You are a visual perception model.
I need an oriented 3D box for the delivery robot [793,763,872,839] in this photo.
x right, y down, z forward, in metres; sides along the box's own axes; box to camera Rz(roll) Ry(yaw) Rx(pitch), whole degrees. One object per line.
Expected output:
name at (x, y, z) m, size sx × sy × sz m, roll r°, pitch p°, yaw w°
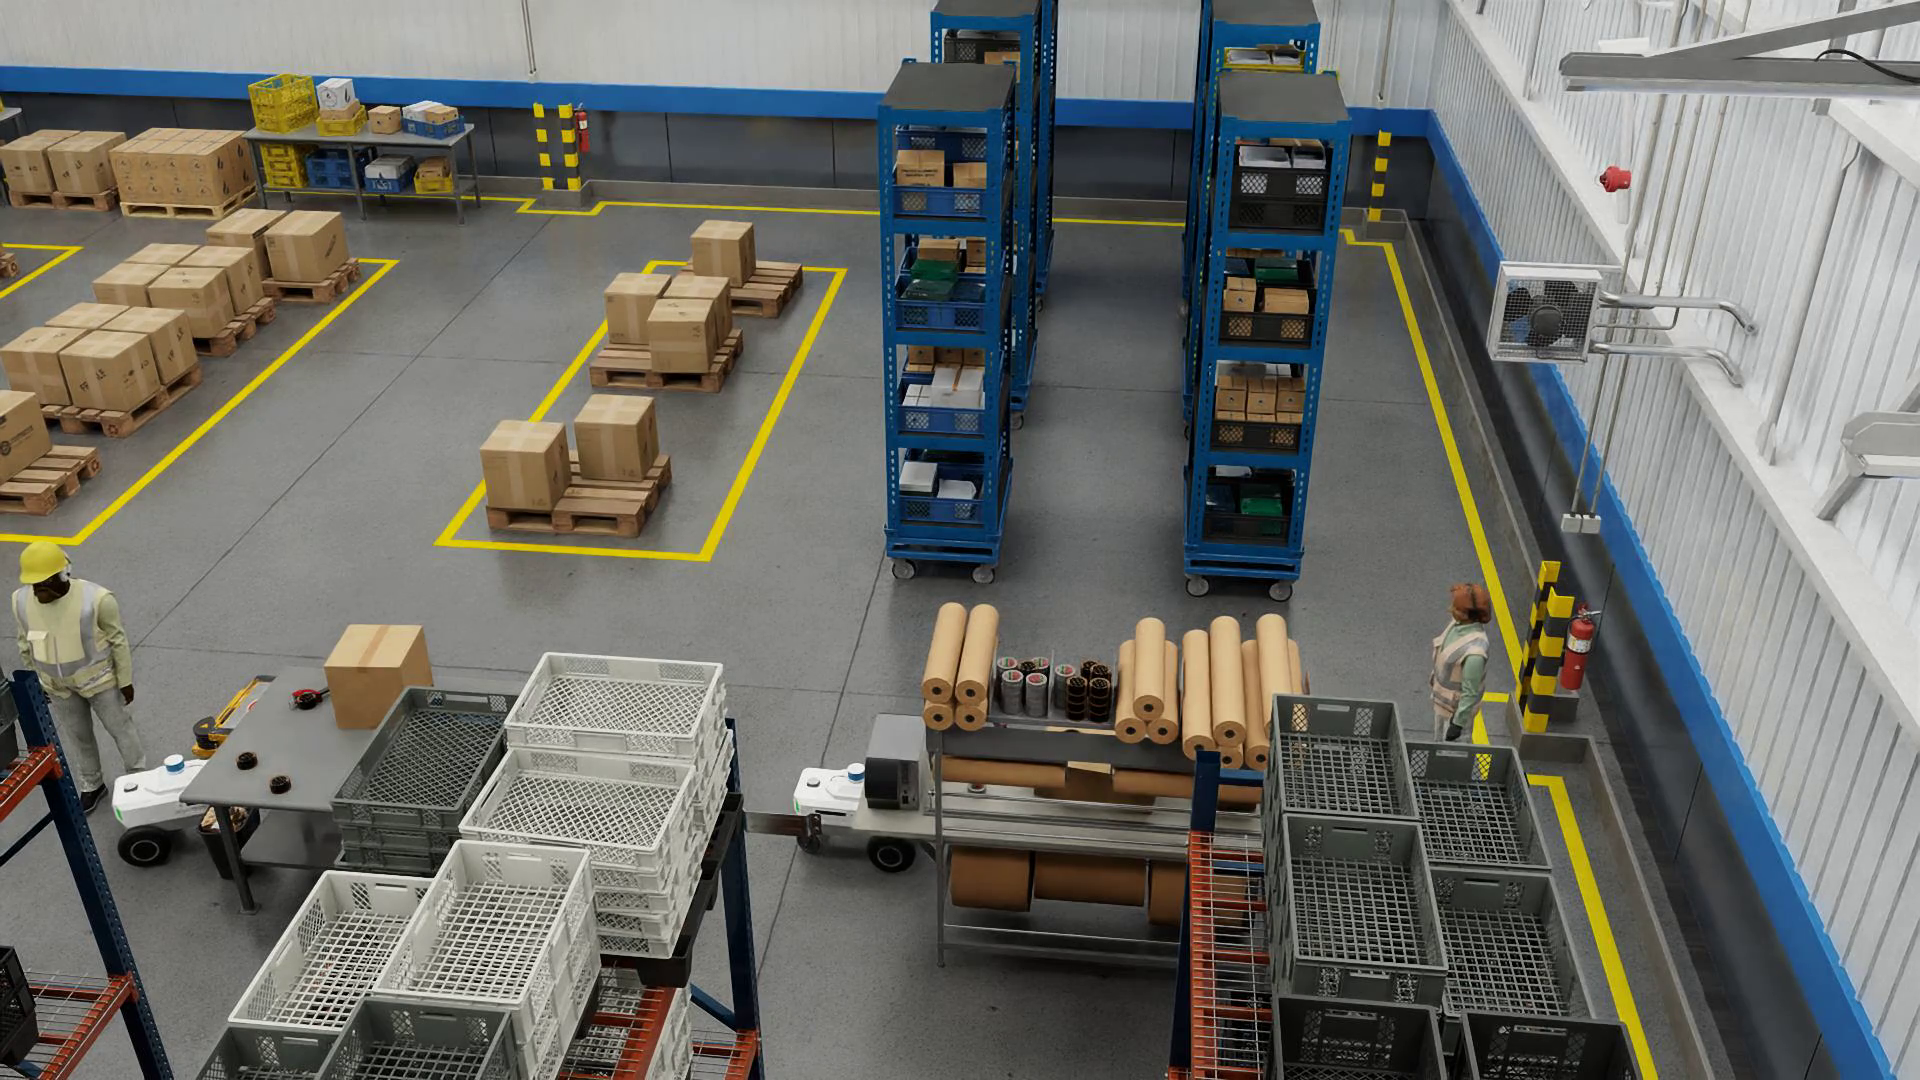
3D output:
delivery robot at (-0.598, 1.518, 9.669) m, size 0.707 × 0.478 × 0.477 m, roll 4°, pitch 31°, yaw 8°

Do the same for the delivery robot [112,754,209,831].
delivery robot at (-4.547, 1.477, 9.740) m, size 0.707 × 0.478 × 0.477 m, roll -10°, pitch 32°, yaw -17°

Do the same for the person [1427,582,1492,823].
person at (2.868, 0.951, 9.663) m, size 0.307 × 1.638 × 0.512 m, roll 1°, pitch 30°, yaw 2°

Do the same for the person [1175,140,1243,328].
person at (2.562, -2.876, 15.952) m, size 0.644 × 1.924 × 1.002 m, roll -18°, pitch 35°, yaw -27°

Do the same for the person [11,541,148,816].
person at (-5.141, 0.807, 9.719) m, size 0.591 × 1.833 × 0.403 m, roll -3°, pitch 30°, yaw -5°
